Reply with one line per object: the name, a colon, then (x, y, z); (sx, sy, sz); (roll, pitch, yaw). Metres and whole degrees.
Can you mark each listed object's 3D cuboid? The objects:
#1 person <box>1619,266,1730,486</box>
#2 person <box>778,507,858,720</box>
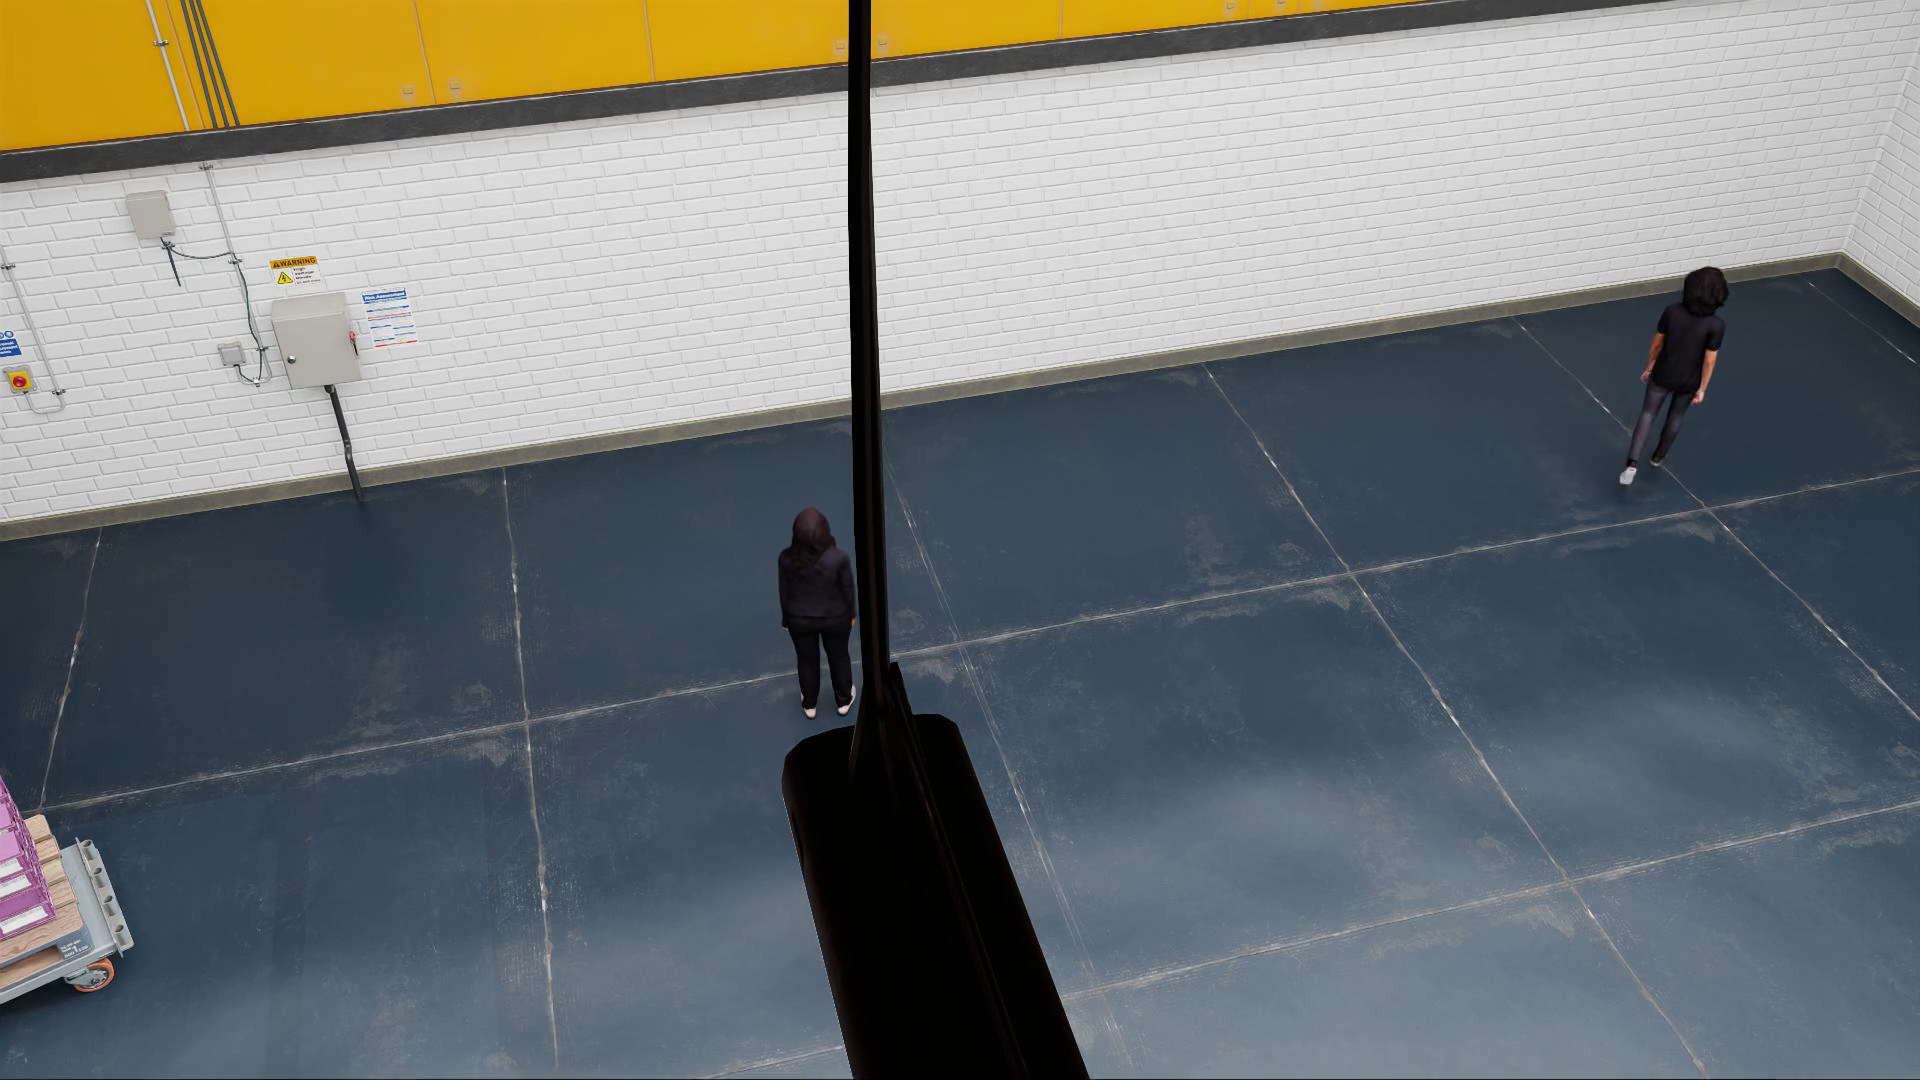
person: (5.399, -1.215, 12.609); (1.064, 1.810, 1.101); (22, 44, 25)
person: (-0.905, 0.482, 10.639); (0.696, 1.616, 0.692); (-2, 39, -2)
